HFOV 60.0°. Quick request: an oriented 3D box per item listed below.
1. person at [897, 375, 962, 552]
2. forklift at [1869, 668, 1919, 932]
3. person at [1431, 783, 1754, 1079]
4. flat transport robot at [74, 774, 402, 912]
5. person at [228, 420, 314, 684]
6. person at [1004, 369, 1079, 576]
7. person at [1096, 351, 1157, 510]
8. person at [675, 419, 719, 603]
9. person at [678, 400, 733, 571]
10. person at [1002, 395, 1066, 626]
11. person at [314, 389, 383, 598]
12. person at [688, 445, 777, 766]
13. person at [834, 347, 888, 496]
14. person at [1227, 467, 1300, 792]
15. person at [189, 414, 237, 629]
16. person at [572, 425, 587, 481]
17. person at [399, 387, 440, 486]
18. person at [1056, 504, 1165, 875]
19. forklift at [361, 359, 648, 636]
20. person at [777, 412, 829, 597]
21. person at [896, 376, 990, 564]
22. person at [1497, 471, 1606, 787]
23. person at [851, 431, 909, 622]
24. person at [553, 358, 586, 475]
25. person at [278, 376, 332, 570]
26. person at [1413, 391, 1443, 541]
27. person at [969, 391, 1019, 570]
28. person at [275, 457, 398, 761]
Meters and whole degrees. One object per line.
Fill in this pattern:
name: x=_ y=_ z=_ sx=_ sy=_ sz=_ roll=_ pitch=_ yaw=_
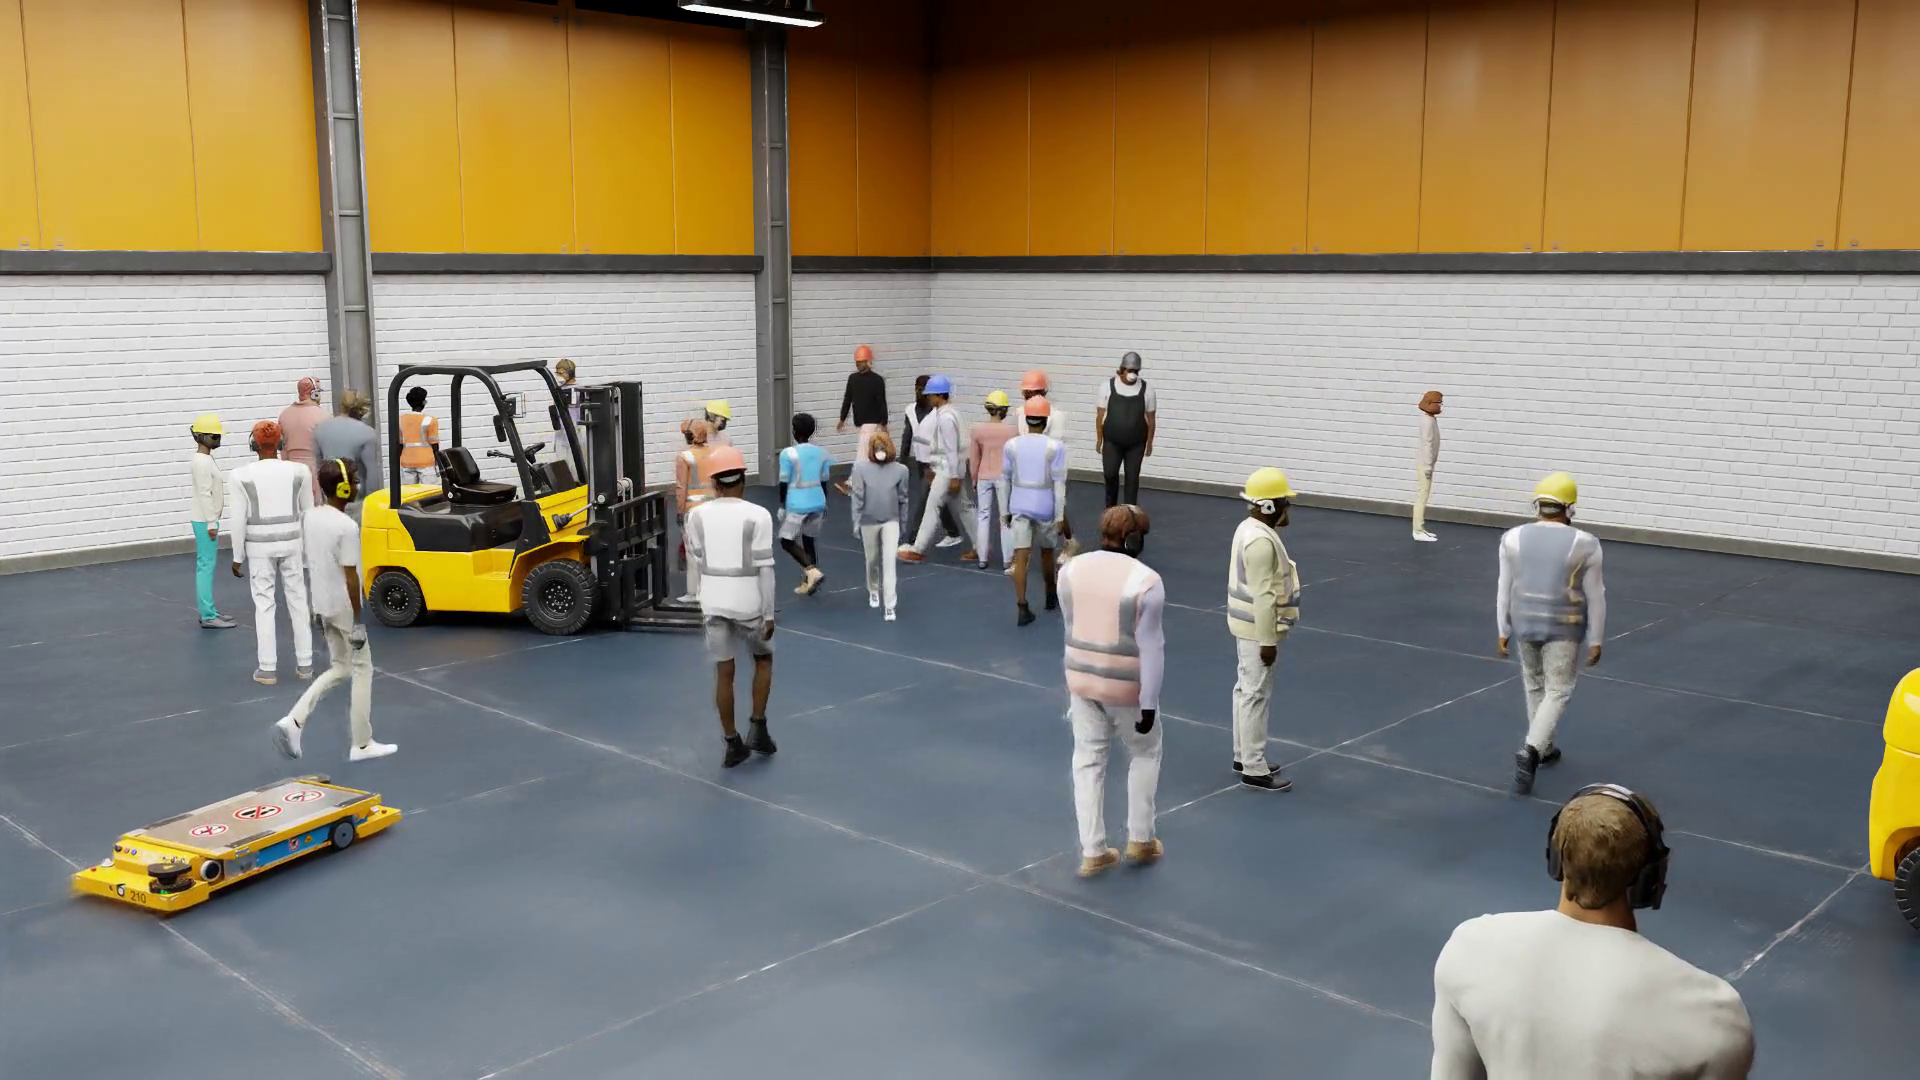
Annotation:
person: x=-0.308 y=-0.798 z=17.371 sx=0.921 sy=1.868 sz=0.616 roll=-8 pitch=12 yaw=-41
forklift: x=5.205 y=0.723 z=7.013 sx=2.313 sy=2.155 sz=1.214 roll=9 pitch=13 yaw=43
person: x=1.259 y=1.439 z=3.402 sx=0.628 sy=1.939 sz=0.375 roll=8 pitch=12 yaw=42
flat transport robot: x=-3.554 y=1.473 z=8.292 sx=0.652 sy=0.197 sz=1.431 roll=5 pitch=10 yaw=26
person: x=-4.892 y=0.084 z=11.874 sx=0.586 sy=1.883 sz=0.340 roll=-7 pitch=11 yaw=-35
person: x=0.817 y=-0.678 z=16.224 sx=0.617 sy=2.003 sz=1.029 roll=7 pitch=12 yaw=37
person: x=1.918 y=-1.184 z=19.173 sx=0.697 sy=2.000 sz=0.539 roll=1 pitch=9 yaw=3
person: x=-2.318 y=-0.256 z=14.742 sx=0.311 sy=1.632 sz=0.517 roll=6 pitch=11 yaw=35
person: x=-2.417 y=-0.470 z=15.727 sx=0.547 sy=1.728 sz=0.614 roll=-8 pitch=12 yaw=-39
person: x=0.646 y=-0.274 z=14.042 sx=0.569 sy=1.888 sz=0.957 roll=3 pitch=10 yaw=16
person: x=-5.405 y=-0.389 z=14.732 sx=0.673 sy=1.900 sz=0.444 roll=2 pitch=10 yaw=14
person: x=-1.345 y=0.390 z=9.944 sx=0.551 sy=1.902 sz=0.508 roll=2 pitch=10 yaw=13
person: x=-1.289 y=-1.553 z=21.736 sx=1.055 sy=1.933 sz=0.621 roll=-9 pitch=13 yaw=-44
person: x=1.728 y=0.499 z=9.479 sx=0.404 sy=1.837 sz=0.587 roll=0 pitch=9 yaw=3
person: x=-6.179 y=-0.155 z=13.718 sx=0.329 sy=1.764 sz=0.524 roll=-4 pitch=10 yaw=-23
person: x=-3.258 y=-0.430 z=15.267 sx=0.734 sy=1.809 sz=0.634 roll=0 pitch=9 yaw=-2
person: x=-5.841 y=-0.812 z=17.971 sx=0.530 sy=1.689 sz=0.321 roll=3 pitch=10 yaw=18
person: x=0.788 y=0.719 z=8.195 sx=0.619 sy=1.812 sz=0.644 roll=6 pitch=11 yaw=34
forklift: x=-3.850 y=-0.407 z=13.936 sx=2.313 sy=2.155 sz=1.214 roll=2 pitch=9 yaw=11
person: x=-1.355 y=-0.293 z=14.801 sx=0.543 sy=1.678 sz=0.474 roll=-9 pitch=13 yaw=-43
person: x=-0.151 y=-0.694 z=16.651 sx=0.966 sy=1.896 sz=0.638 roll=0 pitch=9 yaw=1
person: x=3.373 y=0.506 z=9.556 sx=0.598 sy=1.803 sz=0.810 roll=7 pitch=12 yaw=38
person: x=-0.682 y=-0.152 z=14.239 sx=0.499 sy=1.588 sz=0.860 roll=-1 pitch=9 yaw=-4
person: x=-4.473 y=-1.122 z=19.115 sx=0.627 sy=1.936 sz=0.371 roll=9 pitch=13 yaw=44
person: x=-6.314 y=-0.644 z=16.273 sx=0.653 sy=1.906 sz=0.405 roll=4 pitch=10 yaw=22
person: x=5.101 y=-0.811 z=18.126 sx=0.280 sy=1.632 sz=0.501 roll=3 pitch=10 yaw=16
person: x=0.354 y=-0.581 z=16.323 sx=0.527 sy=1.765 sz=0.329 roll=3 pitch=10 yaw=19
person: x=-3.726 y=0.433 z=9.846 sx=0.528 sy=1.850 sz=0.629 roll=7 pitch=12 yaw=37
